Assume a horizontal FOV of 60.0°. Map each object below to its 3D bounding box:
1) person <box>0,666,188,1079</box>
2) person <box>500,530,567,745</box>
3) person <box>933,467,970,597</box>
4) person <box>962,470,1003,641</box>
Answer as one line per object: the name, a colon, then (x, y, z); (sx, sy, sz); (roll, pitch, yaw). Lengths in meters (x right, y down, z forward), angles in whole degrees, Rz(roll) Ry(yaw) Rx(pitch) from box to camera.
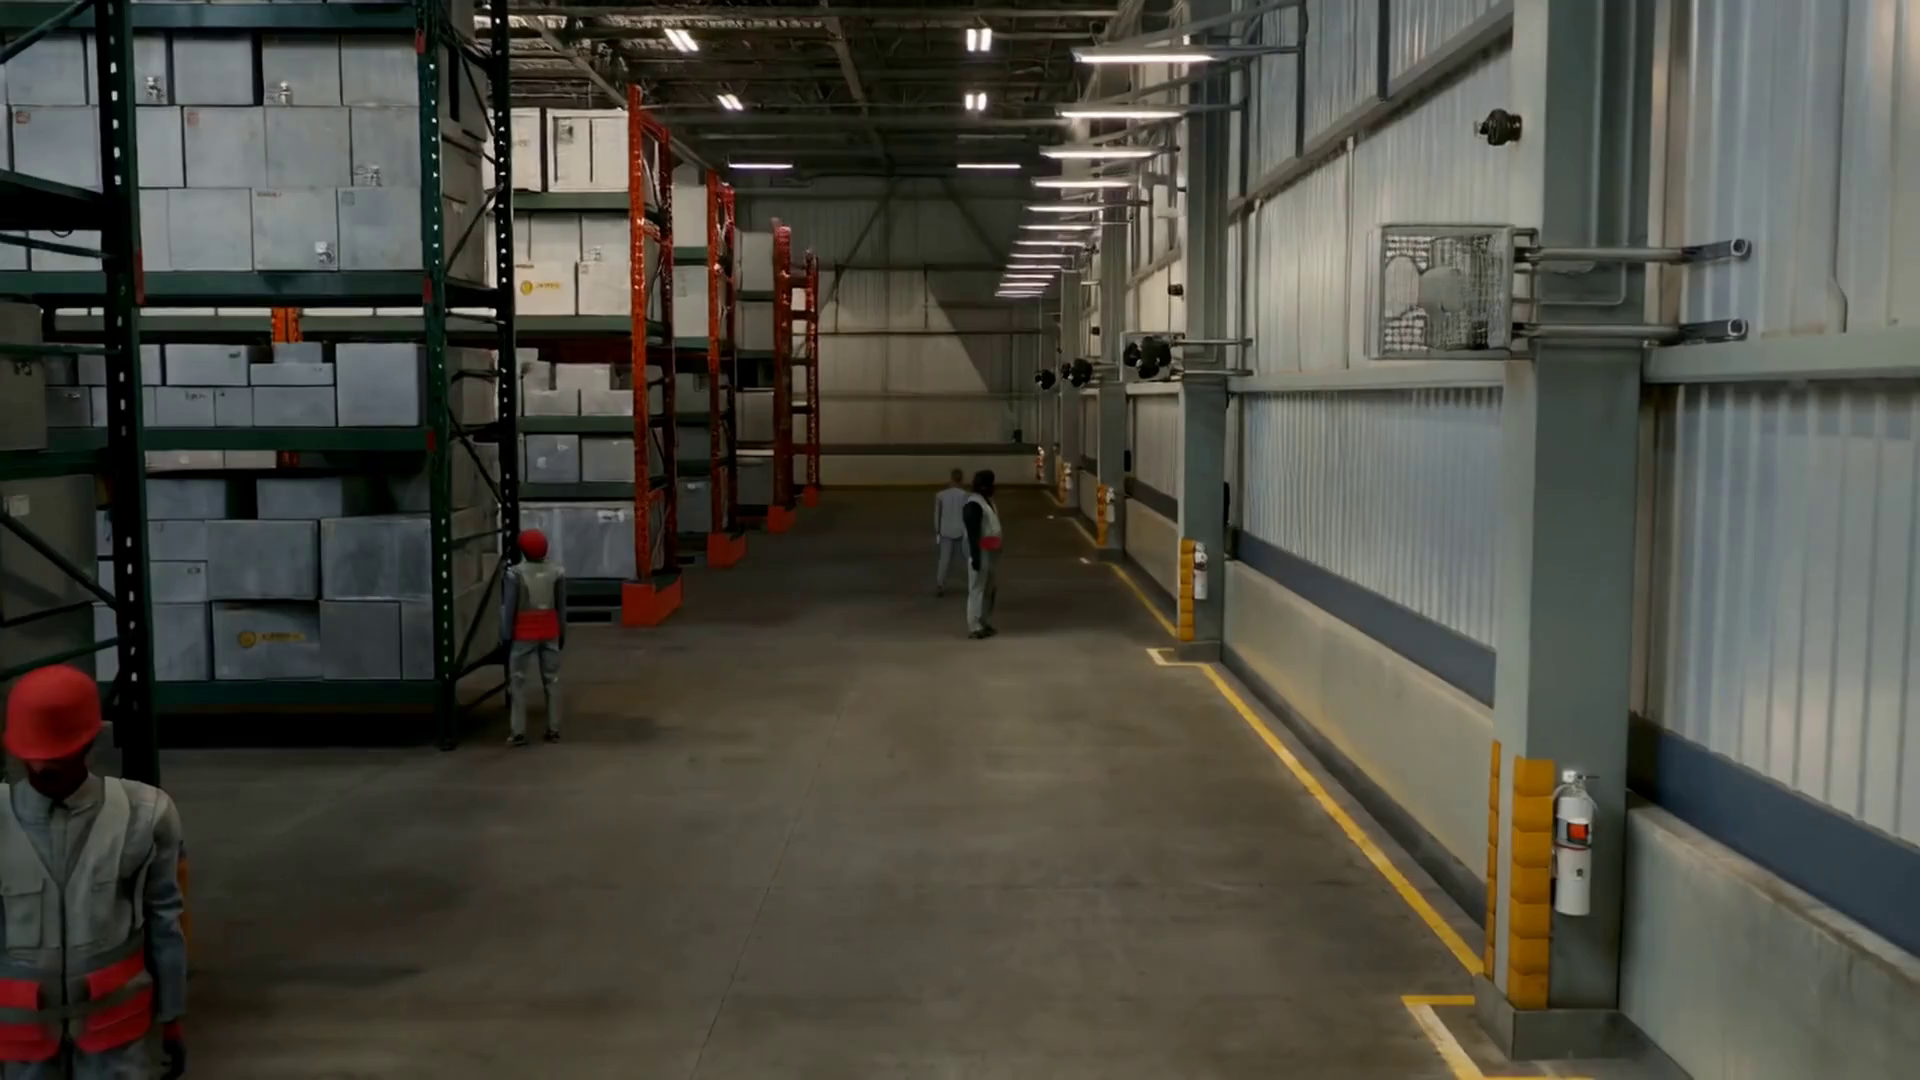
person: (-2.351, 1.285, 4.367); (0.603, 1.937, 0.402); (-3, 6, -31)
person: (-3.204, 0.738, 12.554); (0.527, 1.630, 0.315); (-4, 6, -38)
person: (-0.103, -0.107, 21.853); (0.570, 1.723, 0.836); (2, 5, 21)
person: (0.246, 0.164, 17.990); (0.429, 1.841, 0.633); (1, 5, 15)
